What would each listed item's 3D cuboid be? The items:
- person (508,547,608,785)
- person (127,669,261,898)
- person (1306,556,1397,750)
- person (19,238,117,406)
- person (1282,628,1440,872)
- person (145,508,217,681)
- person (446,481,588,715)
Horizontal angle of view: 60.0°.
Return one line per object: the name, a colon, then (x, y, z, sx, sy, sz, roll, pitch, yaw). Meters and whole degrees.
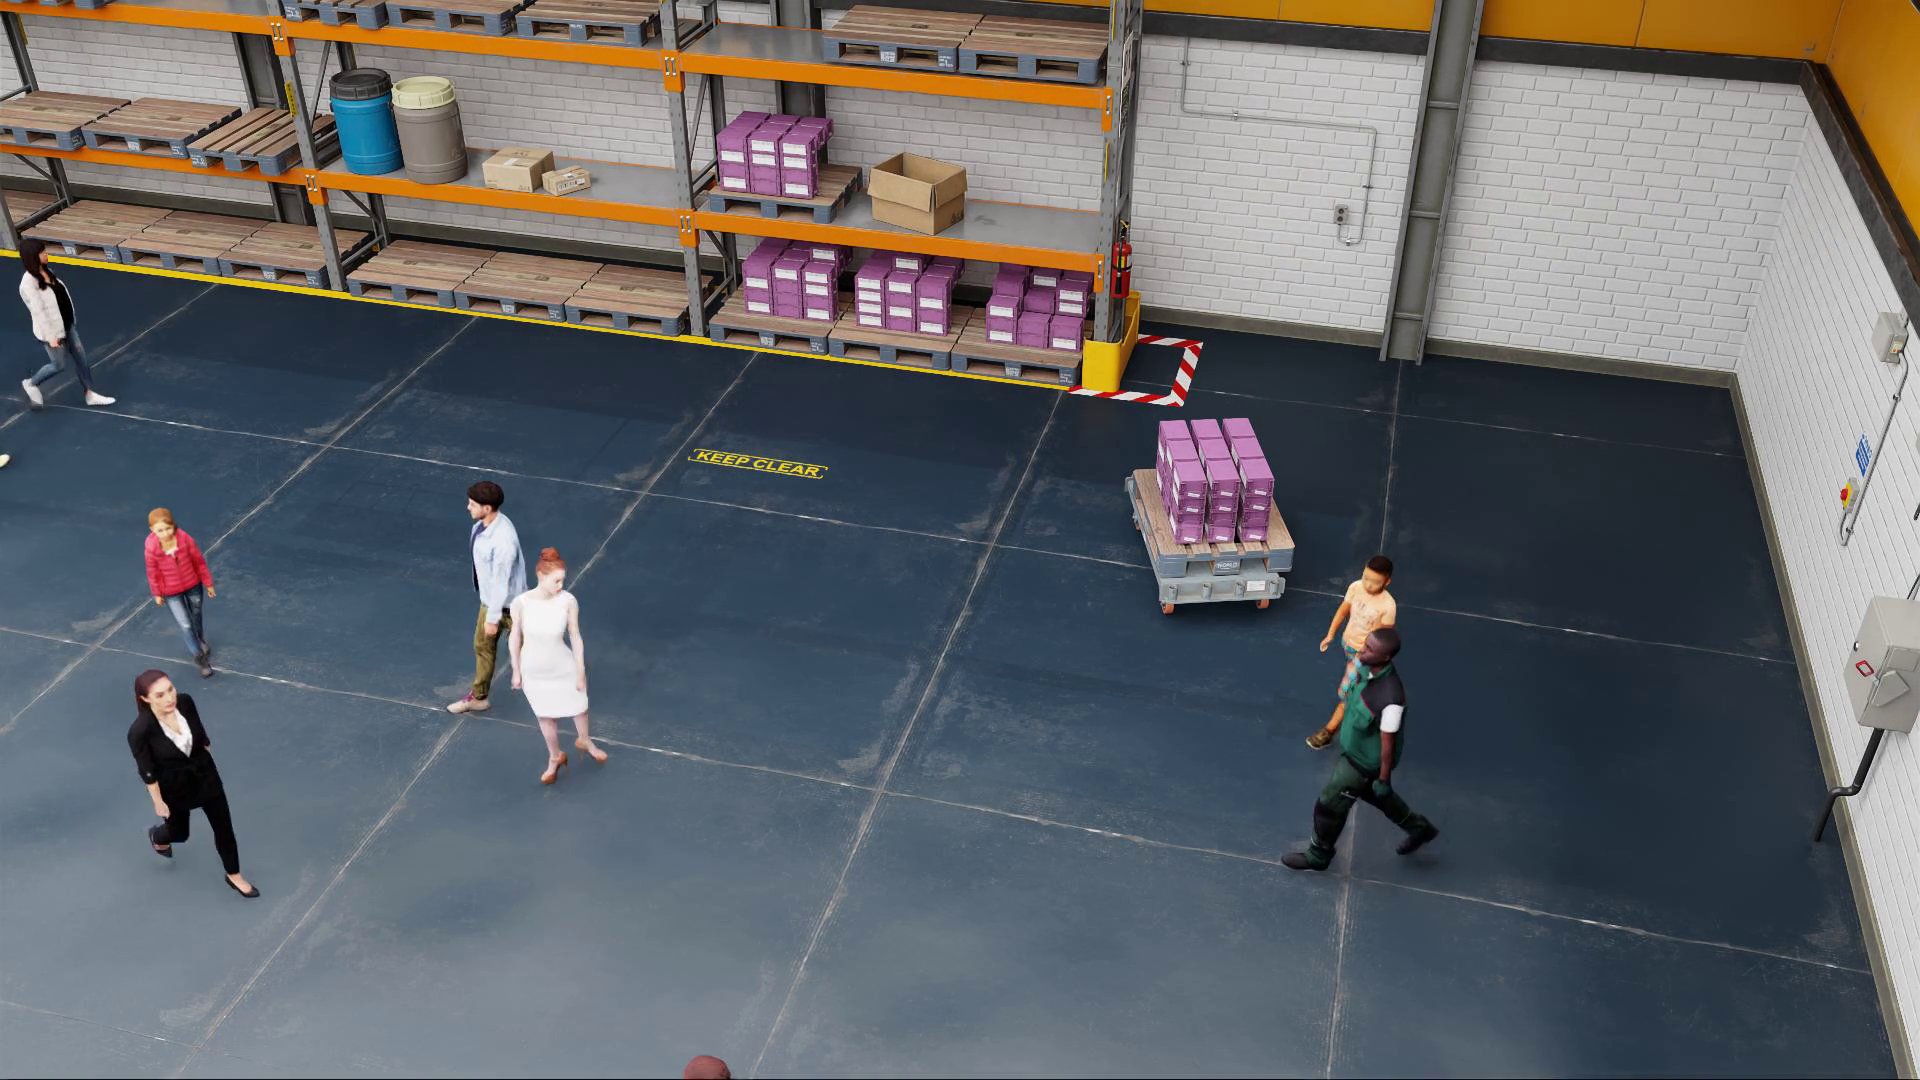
person: (-2.625, 0.821, 10.482, 0.620, 1.773, 0.777, 3, 34, 4)
person: (-4.575, 1.411, 9.716, 1.074, 1.638, 0.766, 17, 37, 24)
person: (2.714, 0.687, 11.002, 1.009, 1.420, 0.984, -19, 38, -27)
person: (-8.065, -1.873, 14.675, 1.013, 1.618, 0.744, 1, 34, 1)
person: (2.484, 1.265, 9.783, 1.262, 1.806, 0.899, 0, 34, 0)
person: (-5.481, 0.312, 11.688, 0.835, 1.287, 0.945, -23, 40, -30)
person: (-2.931, 0.413, 11.103, 1.239, 1.766, 1.159, -16, 37, -22)
